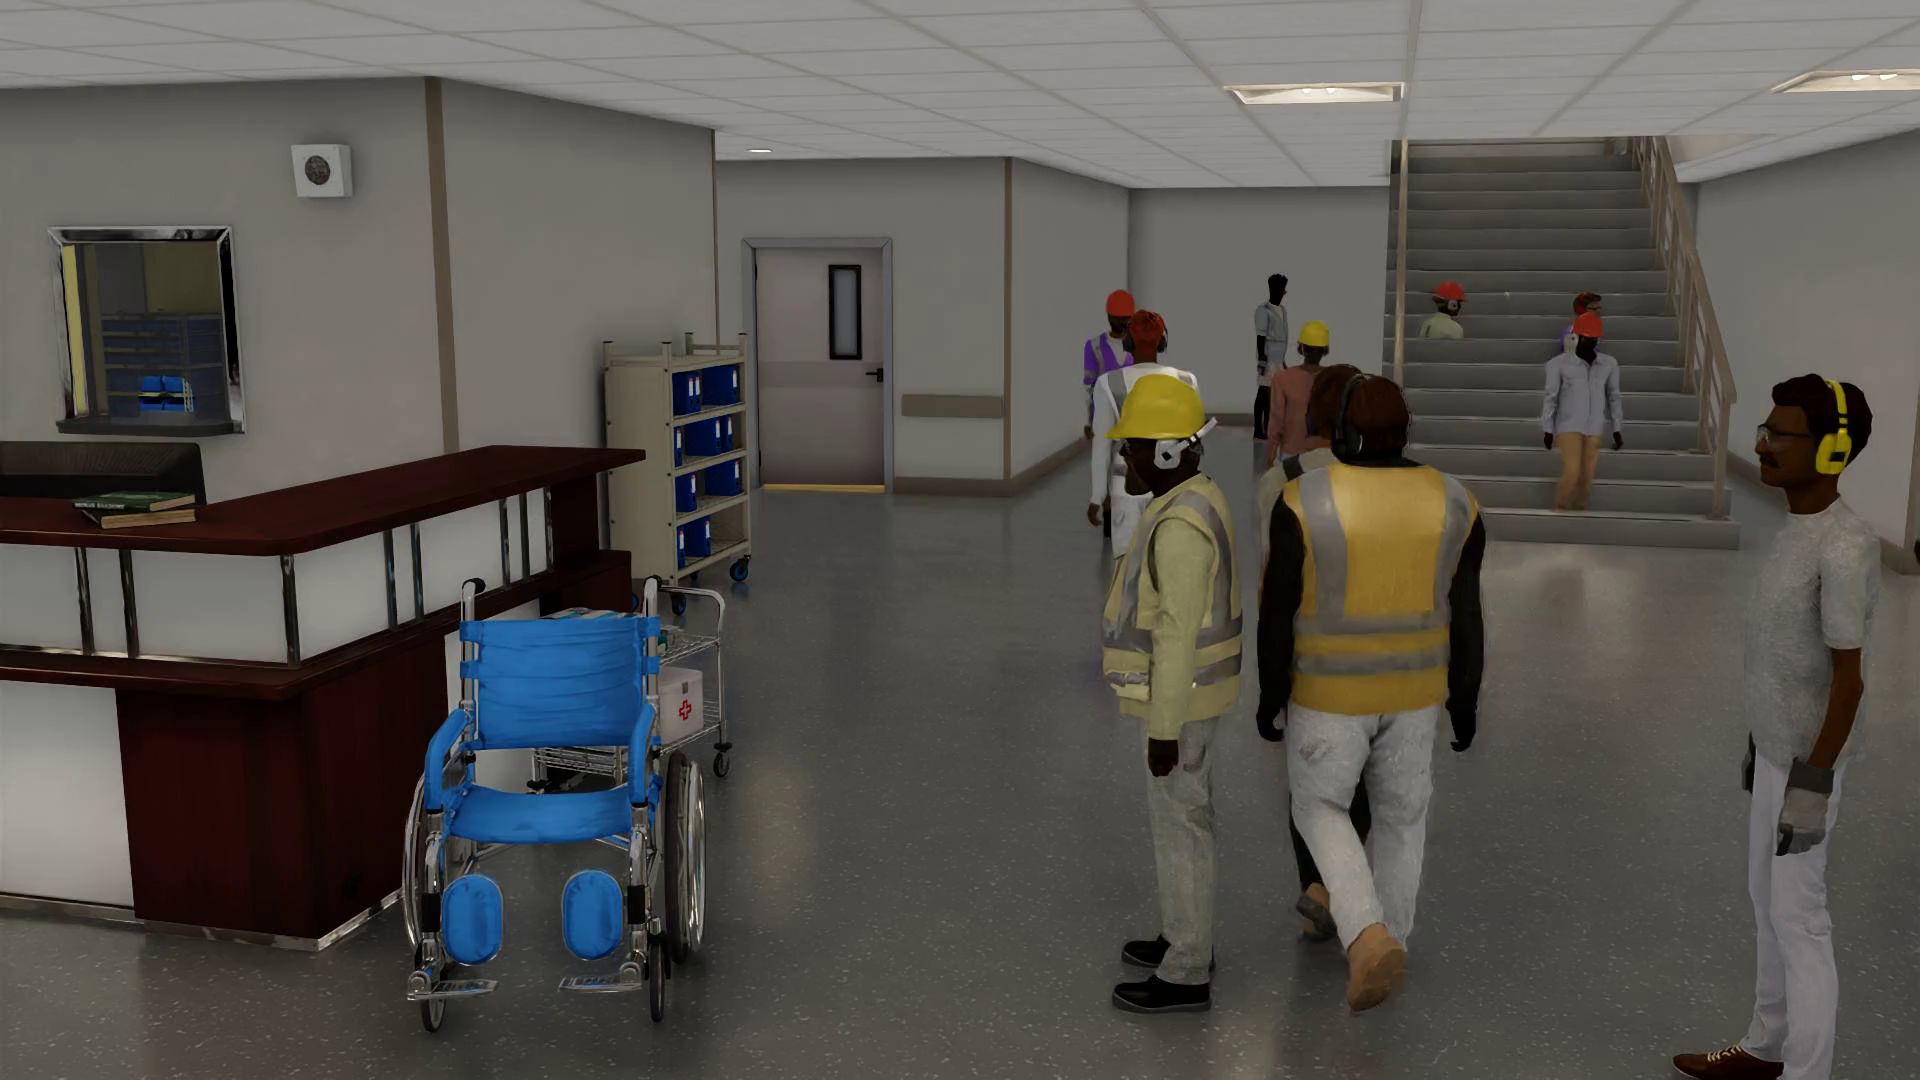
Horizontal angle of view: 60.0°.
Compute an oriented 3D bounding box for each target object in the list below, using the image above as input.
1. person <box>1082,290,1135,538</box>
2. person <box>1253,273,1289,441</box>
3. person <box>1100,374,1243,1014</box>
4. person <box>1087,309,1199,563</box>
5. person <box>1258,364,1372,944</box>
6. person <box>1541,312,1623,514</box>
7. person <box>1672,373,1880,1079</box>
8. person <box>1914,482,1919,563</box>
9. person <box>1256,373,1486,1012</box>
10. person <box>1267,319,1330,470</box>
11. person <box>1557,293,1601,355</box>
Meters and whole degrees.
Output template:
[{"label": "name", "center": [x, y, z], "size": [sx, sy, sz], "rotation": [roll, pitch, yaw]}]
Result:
[{"label": "person", "center": [1.225, -0.994, 12.962], "size": [0.561, 1.912, 0.718], "rotation": [0, 10, -1]}, {"label": "person", "center": [3.671, -2.142, 19.554], "size": [0.366, 1.959, 0.614], "rotation": [7, 12, 36]}, {"label": "person", "center": [0.604, 0.438, 4.788], "size": [0.404, 1.825, 0.595], "rotation": [2, 10, 10]}, {"label": "person", "center": [0.963, -0.255, 8.683], "size": [0.584, 1.885, 0.338], "rotation": [-2, 10, -12]}, {"label": "person", "center": [1.142, 0.370, 5.164], "size": [0.514, 1.822, 0.443], "rotation": [6, 11, 32]}, {"label": "person", "center": [4.743, -0.852, 12.619], "size": [0.574, 1.736, 0.475], "rotation": [-2, 10, -9]}, {"label": "person", "center": [2.016, 0.533, 4.064], "size": [0.326, 1.876, 0.518], "rotation": [2, 10, 12]}, {"label": "person", "center": [4.650, -0.065, 7.508], "size": [0.572, 1.910, 0.703], "rotation": [7, 12, 36]}, {"label": "person", "center": [1.181, 0.444, 4.729], "size": [0.653, 1.828, 0.649], "rotation": [-1, 10, -7]}, {"label": "person", "center": [2.319, -0.600, 11.091], "size": [0.531, 1.744, 0.721], "rotation": [2, 10, 12]}, {"label": "person", "center": [5.386, -1.239, 14.582], "size": [0.387, 1.845, 0.565], "rotation": [6, 12, 33]}]
